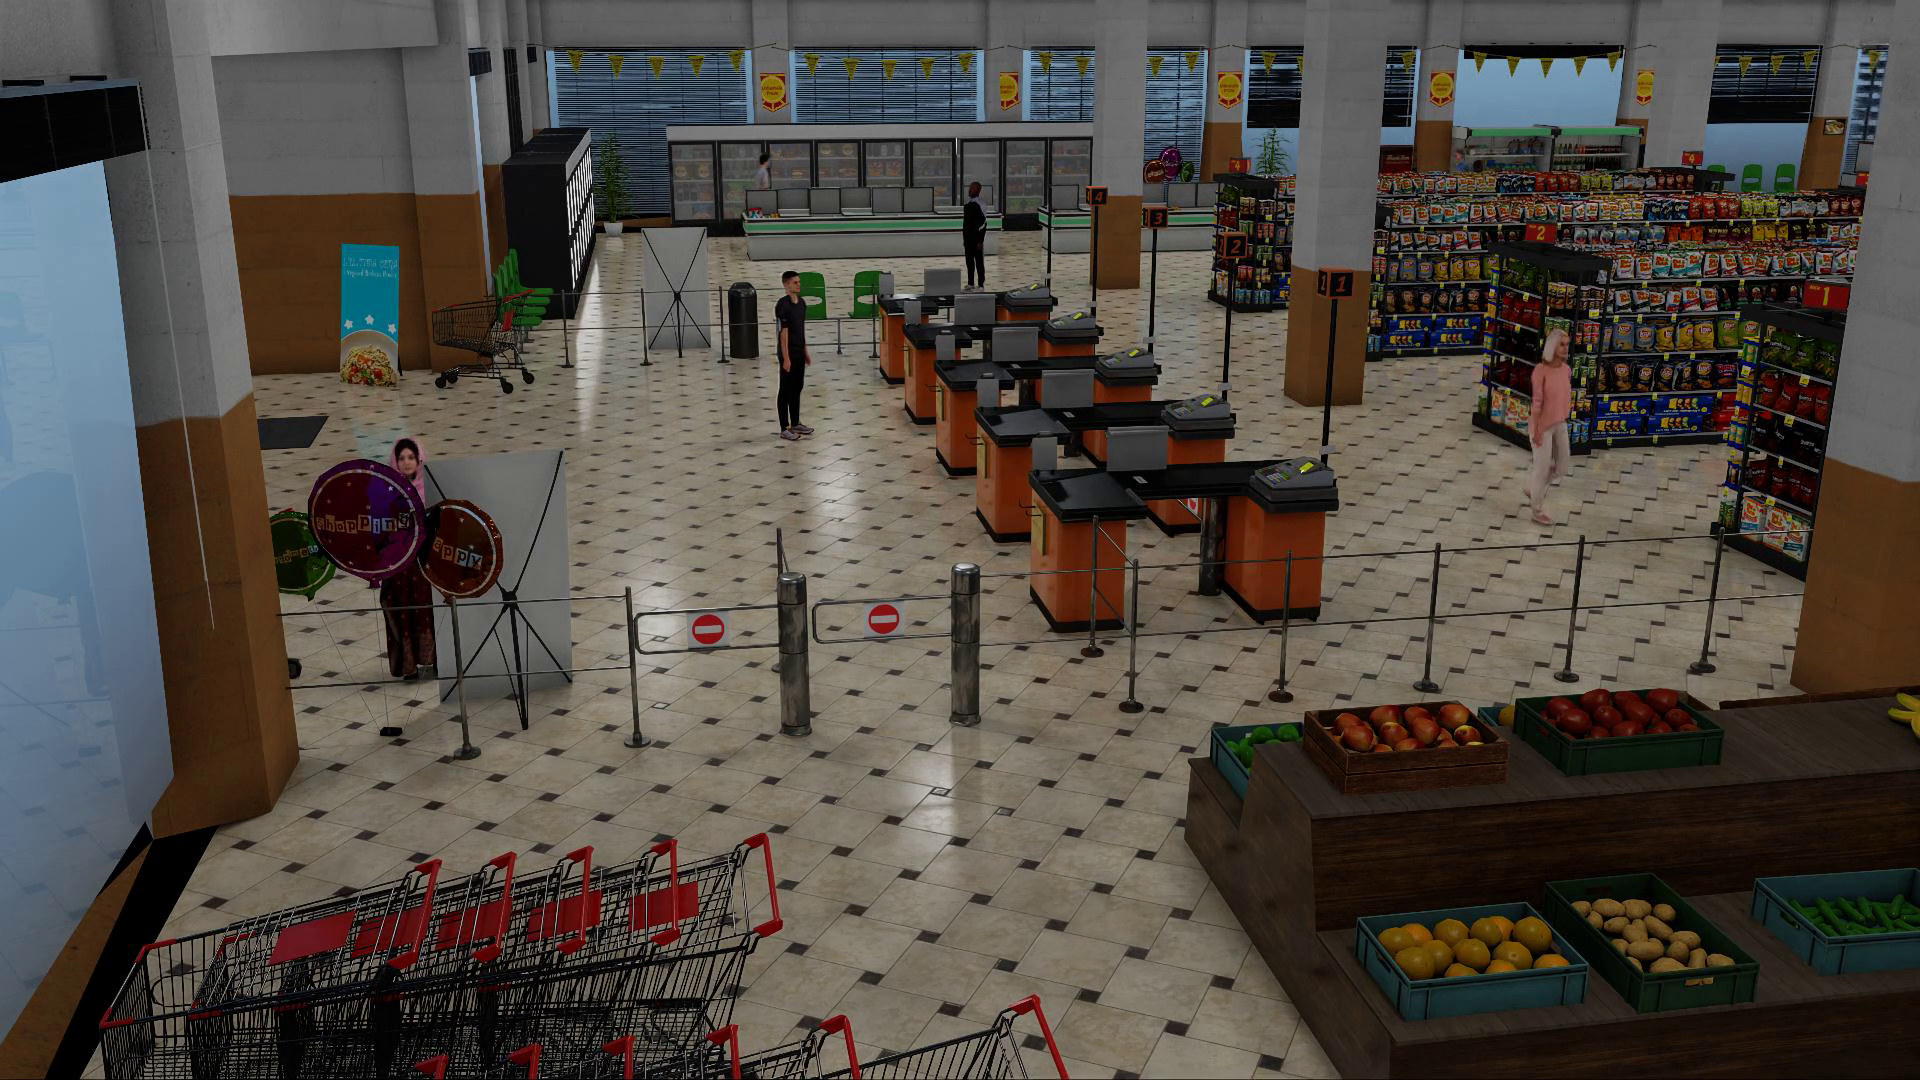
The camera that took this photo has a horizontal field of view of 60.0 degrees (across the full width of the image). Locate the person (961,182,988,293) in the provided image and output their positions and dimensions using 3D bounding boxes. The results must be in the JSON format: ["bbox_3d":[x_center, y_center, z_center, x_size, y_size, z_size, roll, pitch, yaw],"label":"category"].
[{"bbox_3d":[0.248,-5.009,27.515,0.722,1.828,0.736,-13,21,-36],"label":"person"}]

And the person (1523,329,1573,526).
[{"bbox_3d":[5.065,-0.995,14.492,0.692,1.714,0.752,-8,19,-25],"label":"person"}]

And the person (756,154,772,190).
[{"bbox_3d":[-4.007,-6.759,33.250,0.798,1.846,0.800,-10,20,-30],"label":"person"}]

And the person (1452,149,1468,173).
[{"bbox_3d":[10.766,-7.455,35.682,1.175,1.765,0.721,-2,17,-7],"label":"person"}]

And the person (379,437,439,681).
[{"bbox_3d":[-3.582,0.118,10.960,0.647,1.637,0.792,-9,19,-26],"label":"person"}]

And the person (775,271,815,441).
[{"bbox_3d":[-1.772,-1.966,17.607,0.732,1.763,0.721,7,18,23],"label":"person"}]
